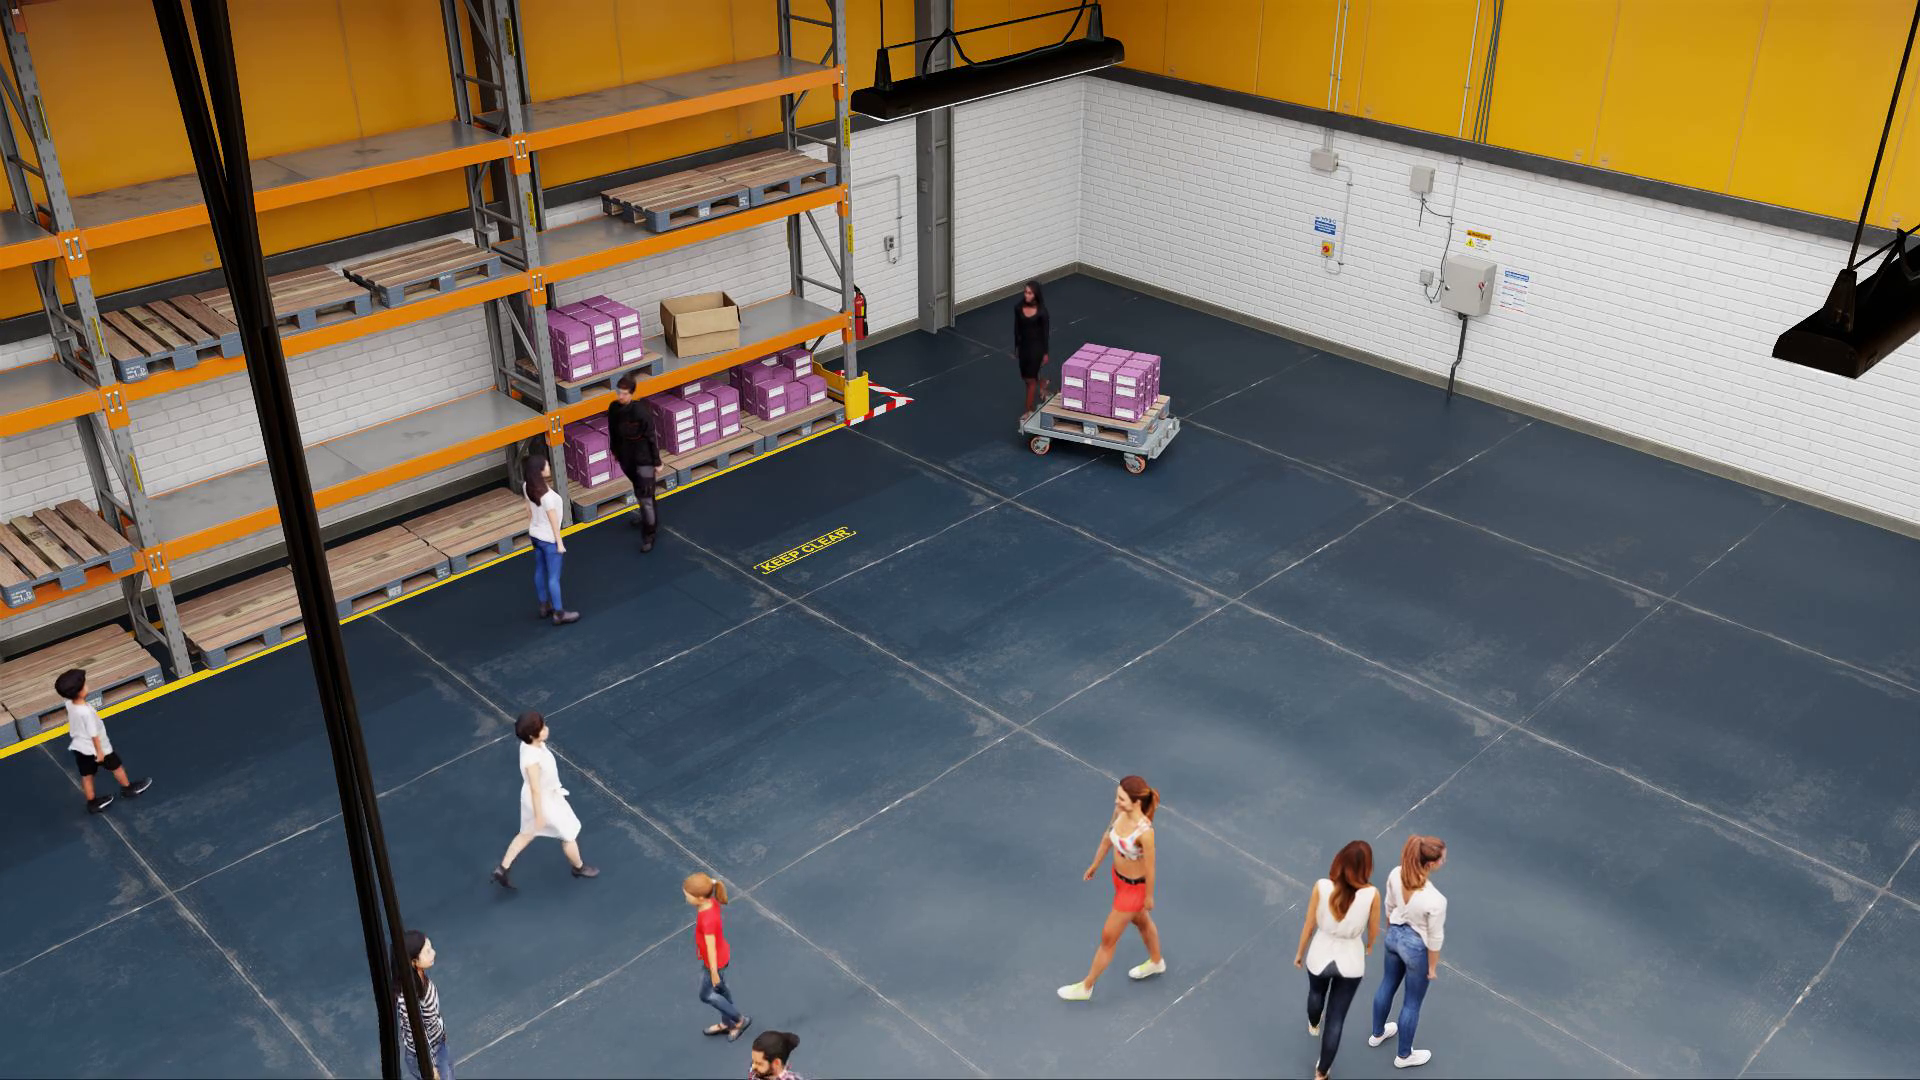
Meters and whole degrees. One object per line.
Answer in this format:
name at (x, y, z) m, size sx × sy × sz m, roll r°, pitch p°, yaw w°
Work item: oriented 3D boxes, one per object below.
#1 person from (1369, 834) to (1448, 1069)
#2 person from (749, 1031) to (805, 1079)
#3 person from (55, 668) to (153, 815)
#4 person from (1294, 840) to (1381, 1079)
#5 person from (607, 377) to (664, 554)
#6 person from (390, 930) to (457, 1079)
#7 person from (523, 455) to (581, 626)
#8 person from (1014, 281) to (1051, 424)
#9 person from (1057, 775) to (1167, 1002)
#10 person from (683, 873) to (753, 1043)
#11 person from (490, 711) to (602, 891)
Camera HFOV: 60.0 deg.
person at (2.847, 2.589, 10.543) m, size 0.600 × 1.728 × 0.655 m, roll -15°, pitch 32°, yaw -26°
person at (-0.896, 3.361, 9.109) m, size 0.787 × 1.747 × 0.690 m, roll 17°, pitch 33°, yaw 28°
person at (-6.793, 1.592, 12.877) m, size 0.602 × 1.244 × 0.763 m, roll 16°, pitch 32°, yaw 27°
person at (2.327, 2.692, 10.327) m, size 0.879 × 1.755 × 1.034 m, roll 9°, pitch 30°, yaw 16°
person at (-3.214, -0.835, 16.728) m, size 0.895 × 1.816 × 0.909 m, roll 23°, pitch 36°, yaw 36°
person at (-3.189, 3.028, 9.684) m, size 0.929 × 1.781 × 0.809 m, roll -8°, pitch 30°, yaw -14°
person at (-3.822, -0.001, 15.338) m, size 0.594 × 1.684 × 0.508 m, roll 25°, pitch 38°, yaw 38°
person at (0.891, -2.227, 19.406) m, size 0.715 × 1.697 × 1.024 m, roll 19°, pitch 34°, yaw 31°
person at (1.217, 2.281, 11.080) m, size 1.153 × 1.755 × 0.890 m, roll -9°, pitch 30°, yaw -17°
person at (-1.523, 2.704, 10.788) m, size 0.714 × 1.292 × 0.653 m, roll -4°, pitch 29°, yaw -8°
person at (-3.095, 1.917, 11.990) m, size 1.083 × 1.523 × 0.798 m, roll -11°, pitch 31°, yaw -20°
